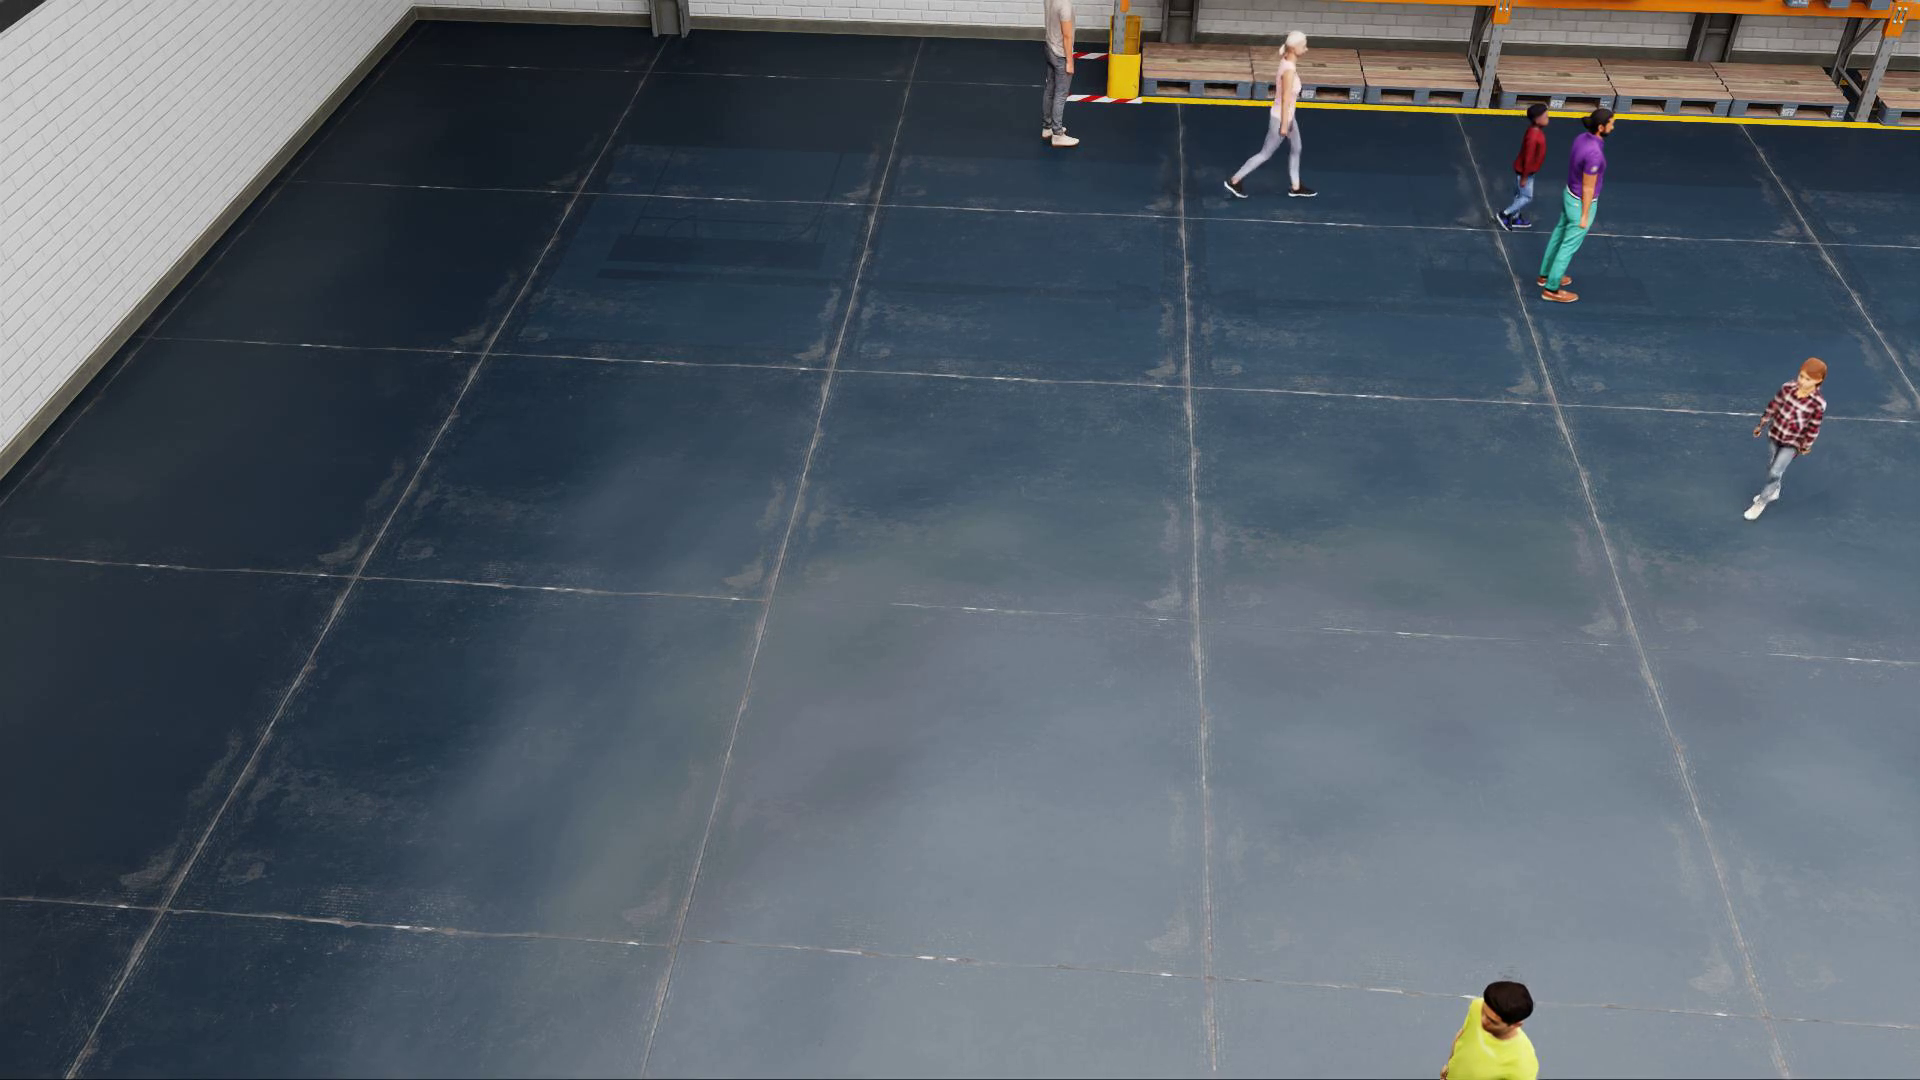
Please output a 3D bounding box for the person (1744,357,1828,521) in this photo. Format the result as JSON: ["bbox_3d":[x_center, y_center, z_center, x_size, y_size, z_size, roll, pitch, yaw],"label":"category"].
[{"bbox_3d":[6.120,-0.790,12.206,0.824,1.289,0.734,-18,42,-21],"label":"person"}]

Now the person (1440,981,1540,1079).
[{"bbox_3d":[2.405,2.561,7.673,0.657,1.710,0.697,-9,40,-11],"label":"person"}]

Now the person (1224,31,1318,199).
[{"bbox_3d":[2.997,-4.039,15.950,1.139,1.695,0.575,6,39,7],"label":"person"}]

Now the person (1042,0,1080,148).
[{"bbox_3d":[1.008,-4.963,16.944,0.720,1.898,0.735,-14,41,-17],"label":"person"}]

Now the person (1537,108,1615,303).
[{"bbox_3d":[5.381,-2.940,14.515,0.558,1.767,0.630,1,39,1],"label":"person"}]

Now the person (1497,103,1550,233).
[{"bbox_3d":[5.272,-3.501,15.633,0.608,1.248,0.566,11,40,14],"label":"person"}]
